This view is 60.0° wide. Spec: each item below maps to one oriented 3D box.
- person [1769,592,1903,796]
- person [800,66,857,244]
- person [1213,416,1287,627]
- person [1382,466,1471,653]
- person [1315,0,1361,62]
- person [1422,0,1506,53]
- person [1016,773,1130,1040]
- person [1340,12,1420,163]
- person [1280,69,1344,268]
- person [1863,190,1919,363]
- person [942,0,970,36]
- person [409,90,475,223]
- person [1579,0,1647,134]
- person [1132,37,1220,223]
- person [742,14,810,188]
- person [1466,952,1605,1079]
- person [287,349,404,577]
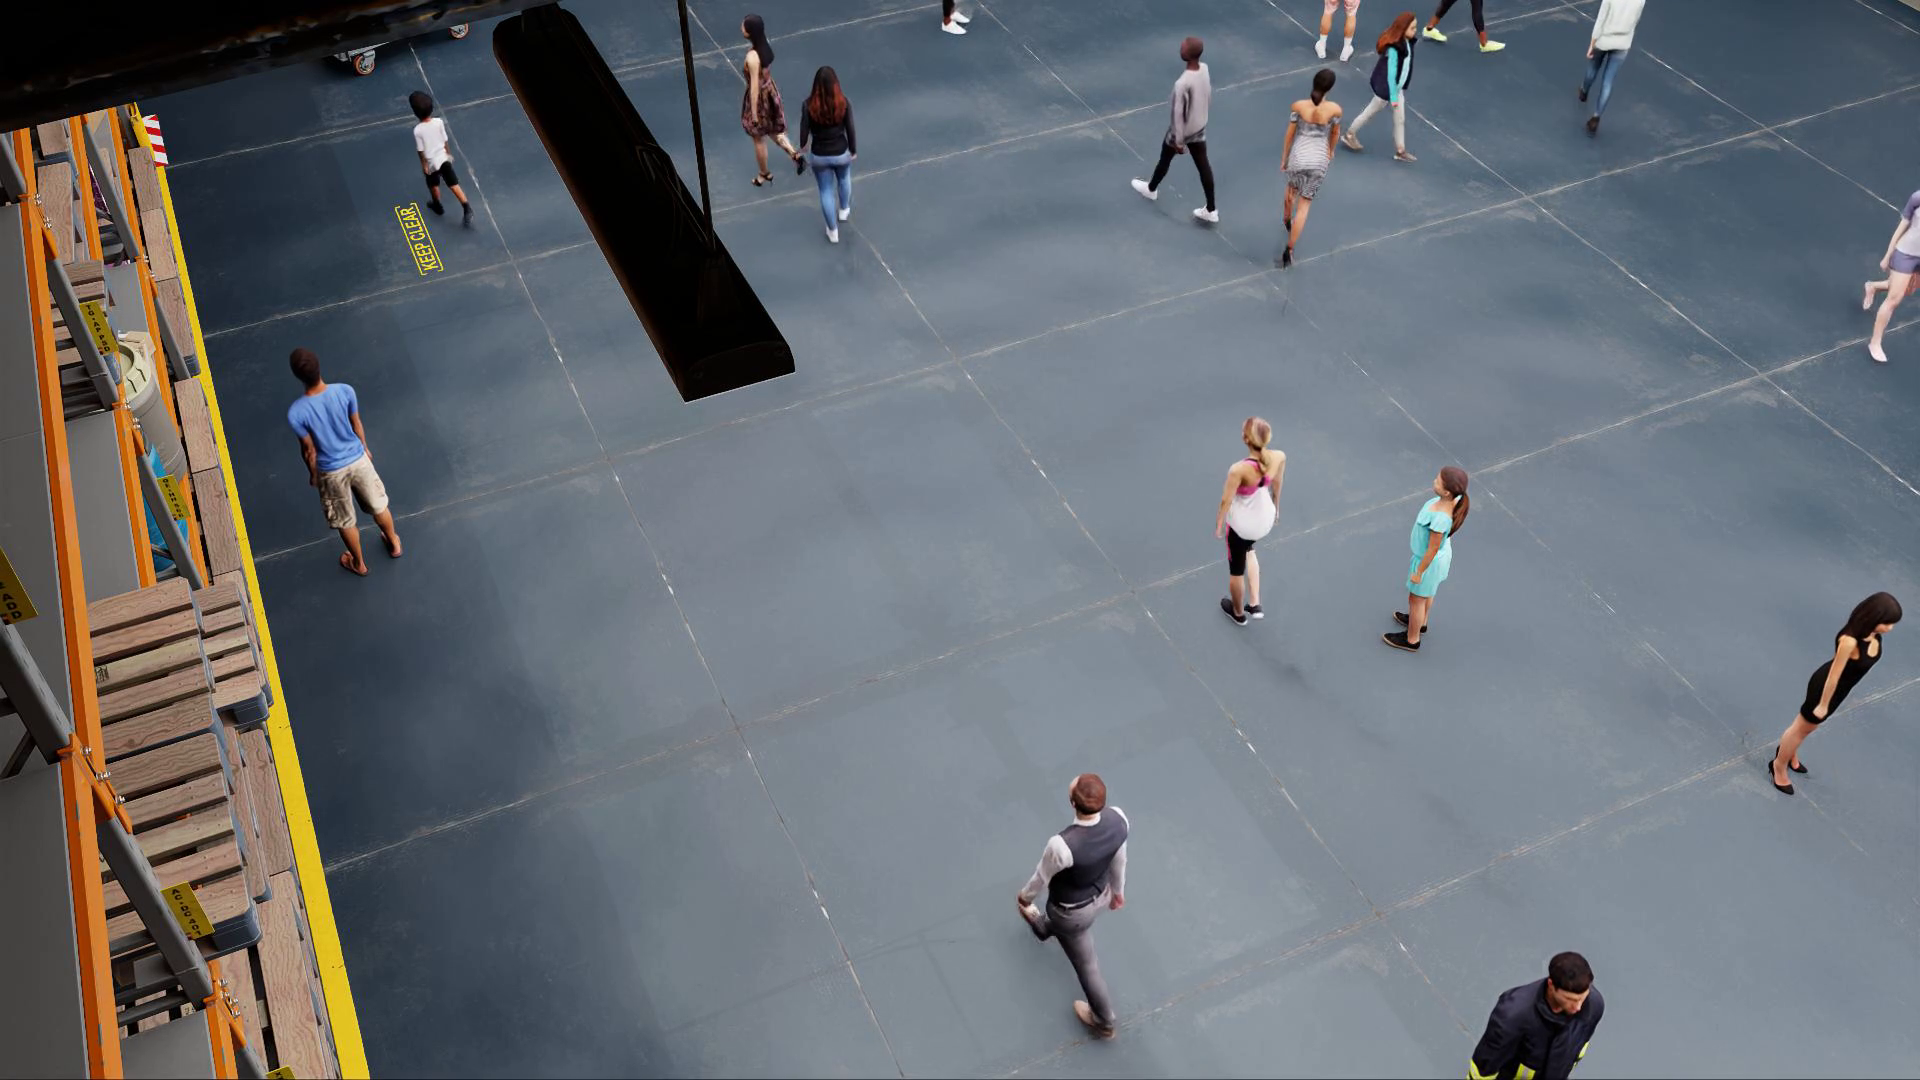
[{"bbox_3d":[5.321,0.905,10.178,0.617,1.644,0.581,-33,53,-30],"label":"person"},{"bbox_3d":[-1.140,-3.367,14.681,0.736,1.617,0.867,-9,44,-9],"label":"person"},{"bbox_3d":[1.977,-0.052,11.086,0.630,1.776,0.646,-19,47,-19],"label":"person"},{"bbox_3d":[3.132,0.113,11.070,0.688,1.558,0.647,22,48,22],"label":"person"},{"bbox_3d":[3.982,-5.822,17.138,0.716,1.782,0.765,11,45,12],"label":"person"},{"bbox_3d":[5.236,-5.953,17.334,1.182,1.702,0.998,24,49,23],"label":"person"},{"bbox_3d":[0.694,1.989,8.860,0.881,1.891,1.283,-30,51,-28],"label":"person"},{"bbox_3d":[3.996,-4.301,15.772,1.085,1.464,0.855,29,51,27],"label":"person"},{"bbox_3d":[2.980,-3.159,14.333,0.931,1.796,0.996,12,45,12],"label":"person"},{"bbox_3d":[7.737,-2.366,13.545,0.836,1.735,1.116,-1,44,-2],"label":"person"},{"bbox_3d":[-0.059,-6.270,17.646,0.762,1.730,0.672,7,44,8],"label":"person"},{"bbox_3d":[-4.701,-3.428,15.019,0.914,1.240,0.699,32,52,29],"label":"person"},{"bbox_3d":[6.347,-4.757,16.154,1.028,1.598,1.175,7,44,8],"label":"person"},{"bbox_3d":[2.126,-3.631,14.881,1.265,1.723,0.933,34,53,30],"label":"person"},{"bbox_3d":[-1.737,-3.977,15.214,0.945,1.766,0.909,10,44,10],"label":"person"},{"bbox_3d":[2.775,2.581,8.213,0.834,1.927,0.746,-9,44,-9],"label":"person"},{"bbox_3d":[-4.287,-0.537,11.532,0.716,1.864,0.673,-32,52,-29],"label":"person"}]
